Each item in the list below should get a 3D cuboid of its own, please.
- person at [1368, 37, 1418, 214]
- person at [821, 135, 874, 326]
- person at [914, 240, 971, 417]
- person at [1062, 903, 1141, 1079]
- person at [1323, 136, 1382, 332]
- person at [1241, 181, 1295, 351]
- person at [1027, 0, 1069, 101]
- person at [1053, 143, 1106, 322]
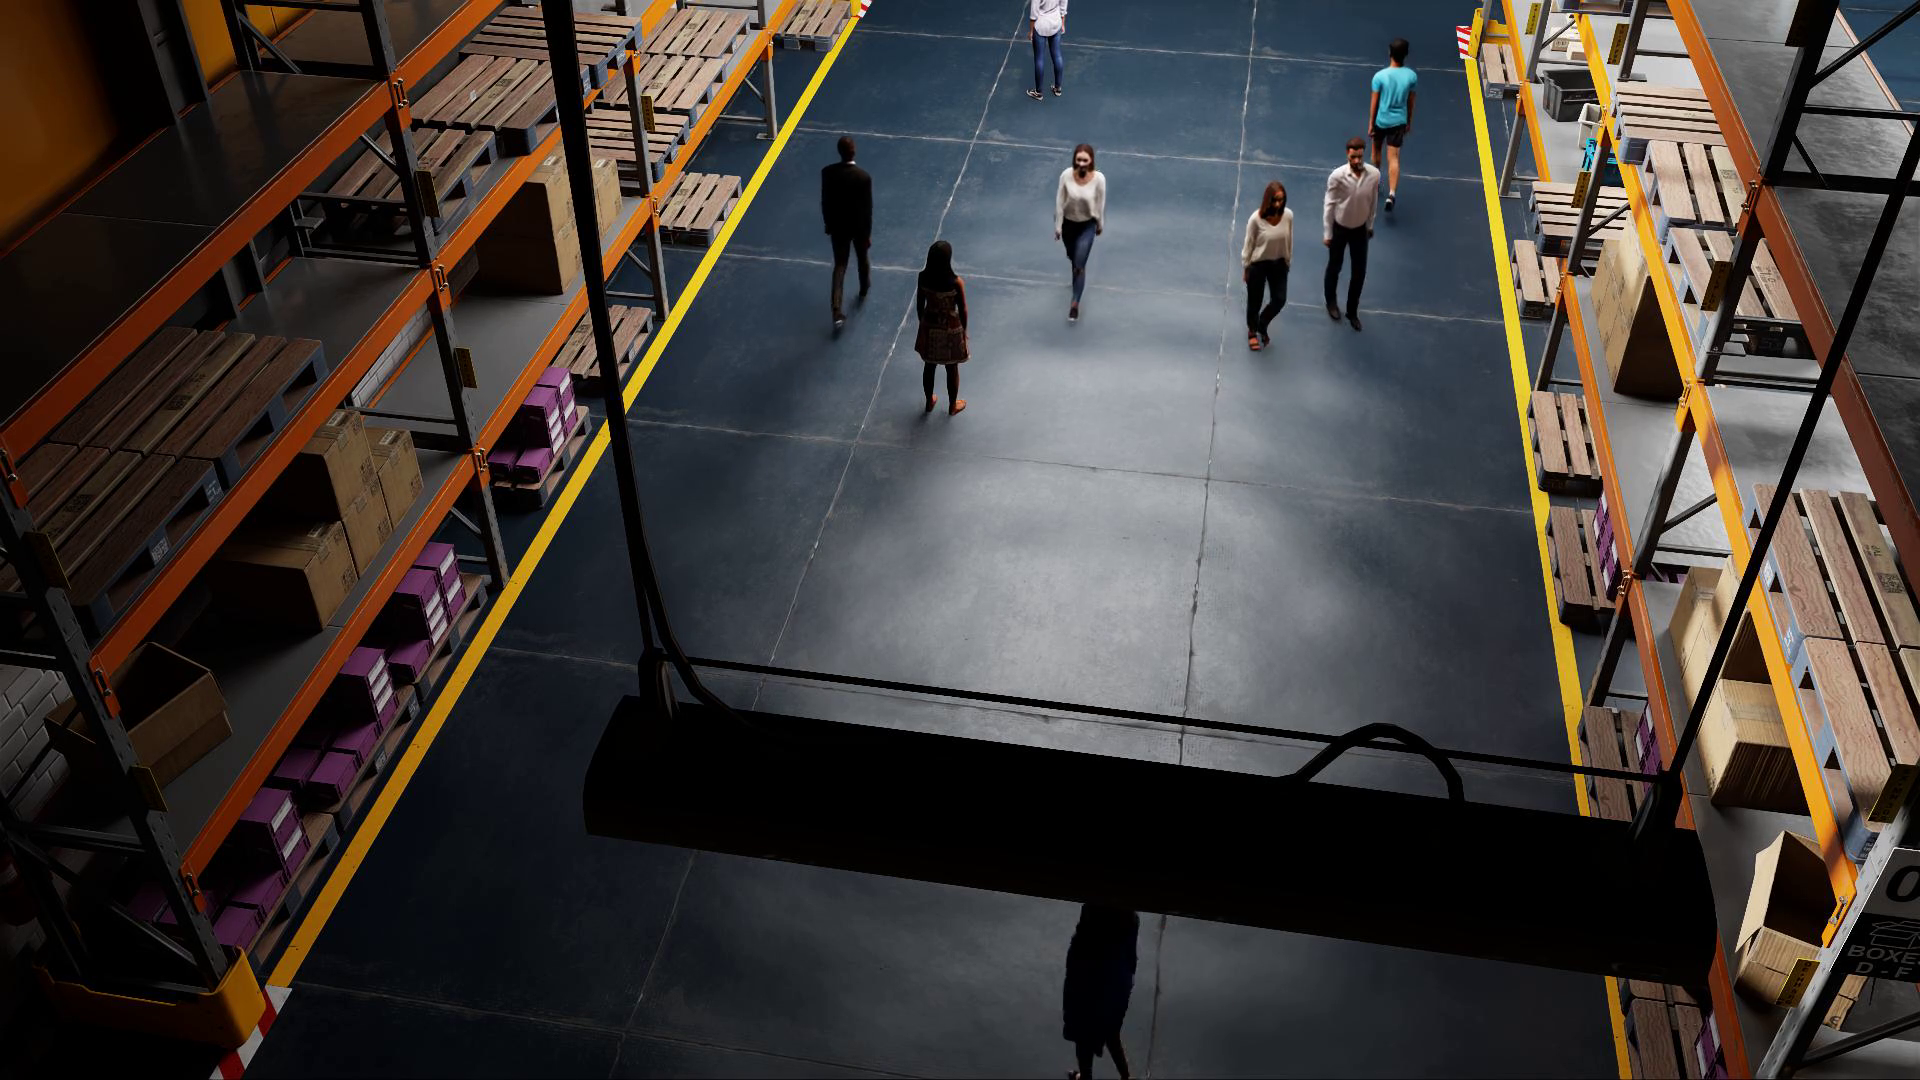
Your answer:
[{"bbox_3d":[4.435,-4.230,17.105,0.766,1.739,1.198,1,39,2],"label":"person"},{"bbox_3d":[-1.044,-2.809,15.314,0.708,1.754,1.228,8,39,10],"label":"person"},{"bbox_3d":[-0.161,-1.804,14.142,0.677,1.645,0.567,11,40,14],"label":"person"},{"bbox_3d":[0.781,2.449,8.679,0.887,1.817,0.949,-22,44,-26],"label":"person"},{"bbox_3d":[3.542,-2.896,15.347,0.826,1.848,0.899,-6,39,-8],"label":"person"},{"bbox_3d":[2.740,-2.507,15.003,0.727,1.669,0.711,-6,39,-8],"label":"person"},{"bbox_3d":[1.021,-5.994,19.336,0.757,1.712,0.790,-16,41,-19],"label":"person"},{"bbox_3d":[1.112,-2.964,15.586,0.659,1.656,1.133,10,40,12],"label":"person"}]
